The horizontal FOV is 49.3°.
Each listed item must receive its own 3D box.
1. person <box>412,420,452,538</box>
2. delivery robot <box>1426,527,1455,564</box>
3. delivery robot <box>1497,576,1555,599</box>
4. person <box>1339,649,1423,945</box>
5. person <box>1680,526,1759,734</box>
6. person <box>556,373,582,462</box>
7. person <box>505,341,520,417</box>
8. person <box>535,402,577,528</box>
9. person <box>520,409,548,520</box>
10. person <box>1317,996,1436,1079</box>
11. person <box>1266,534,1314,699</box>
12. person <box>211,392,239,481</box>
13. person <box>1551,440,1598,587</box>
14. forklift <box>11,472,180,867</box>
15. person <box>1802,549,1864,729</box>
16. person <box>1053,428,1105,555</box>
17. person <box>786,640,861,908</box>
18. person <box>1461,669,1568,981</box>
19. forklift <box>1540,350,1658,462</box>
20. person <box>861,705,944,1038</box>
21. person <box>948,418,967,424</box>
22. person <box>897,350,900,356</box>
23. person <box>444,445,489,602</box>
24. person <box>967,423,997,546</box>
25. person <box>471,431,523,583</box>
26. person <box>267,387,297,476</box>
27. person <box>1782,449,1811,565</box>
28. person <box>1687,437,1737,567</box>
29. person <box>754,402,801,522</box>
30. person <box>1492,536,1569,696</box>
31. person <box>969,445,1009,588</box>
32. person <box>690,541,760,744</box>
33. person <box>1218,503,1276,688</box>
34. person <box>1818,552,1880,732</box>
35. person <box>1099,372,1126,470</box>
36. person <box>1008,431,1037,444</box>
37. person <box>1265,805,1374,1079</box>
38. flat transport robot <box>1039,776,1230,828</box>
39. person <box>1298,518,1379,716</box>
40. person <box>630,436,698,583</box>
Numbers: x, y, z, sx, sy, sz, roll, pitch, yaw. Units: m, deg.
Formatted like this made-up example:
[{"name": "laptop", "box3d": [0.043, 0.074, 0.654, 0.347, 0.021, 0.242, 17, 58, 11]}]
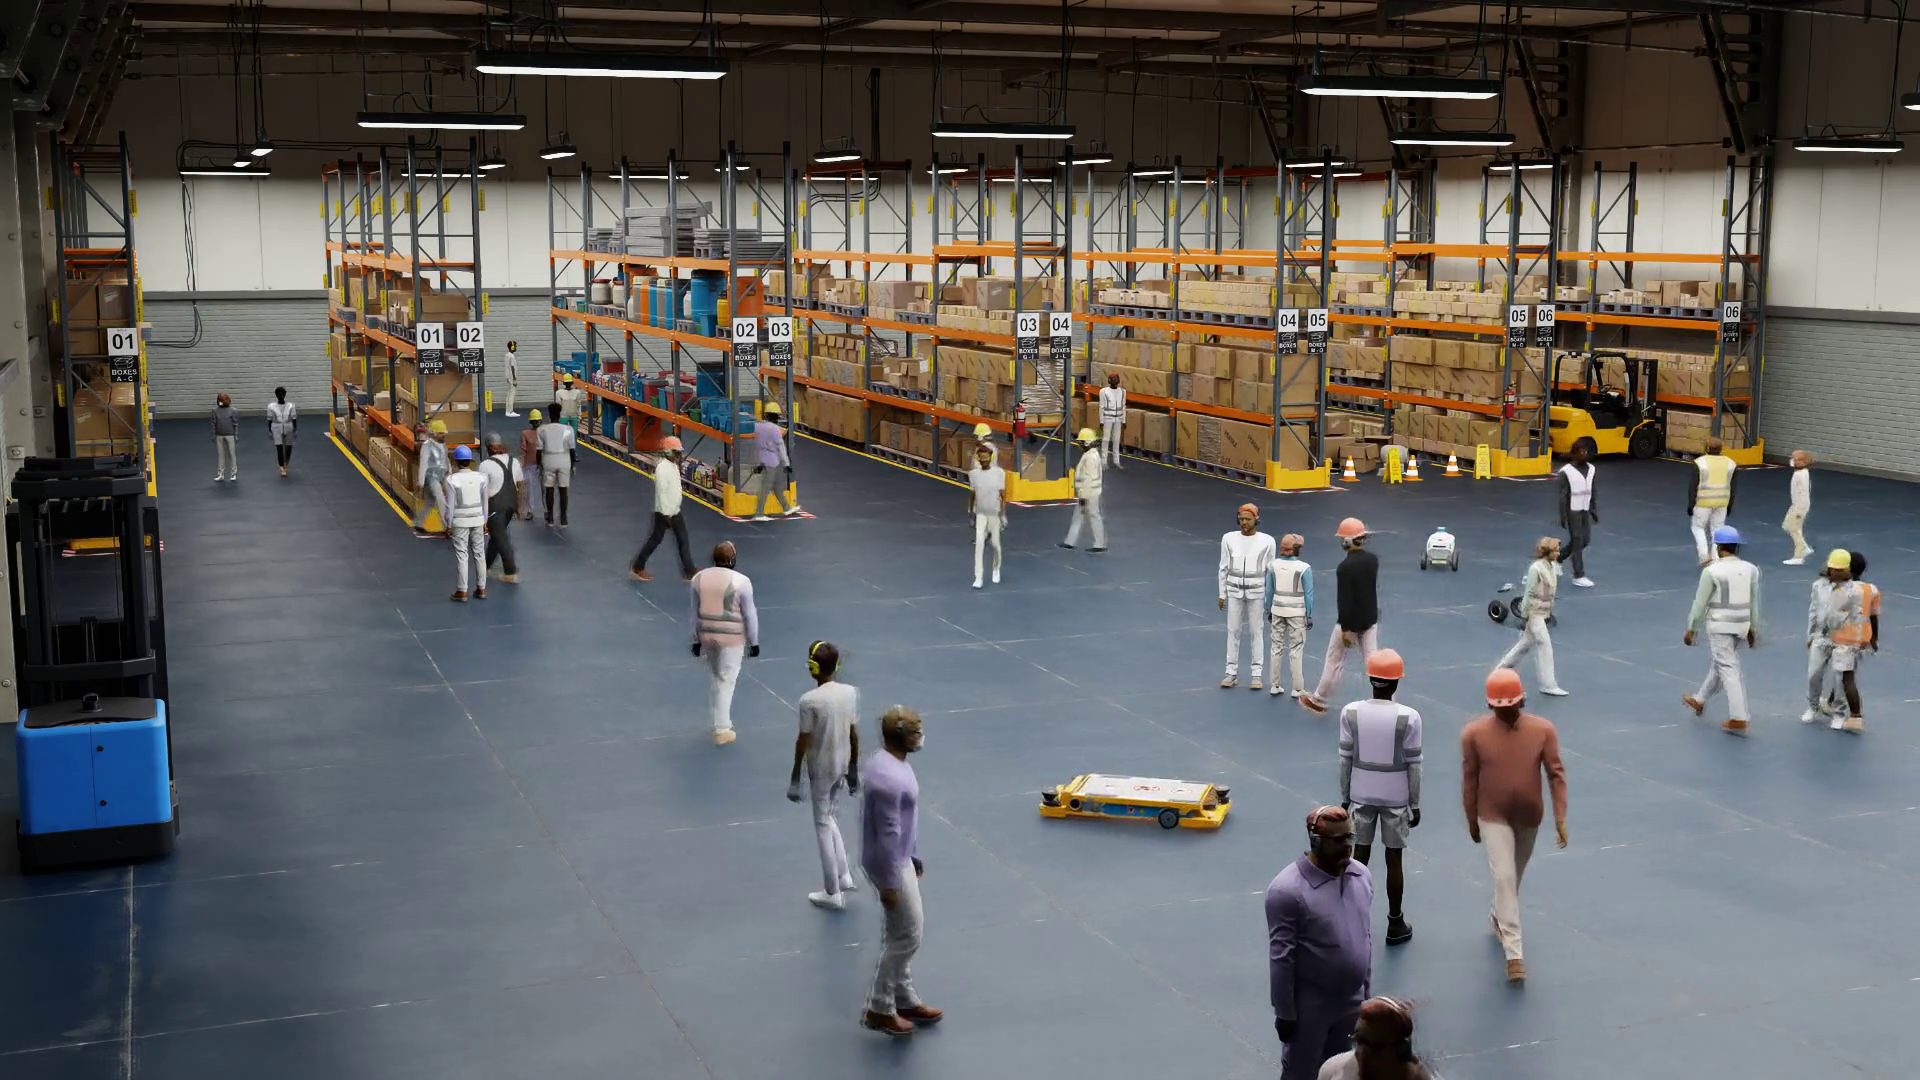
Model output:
[{"name": "person", "box3d": [-7.946, -0.931, 31.592, 0.914, 1.782, 0.586, 2, 9, 13]}, {"name": "delivery robot", "box3d": [6.613, 0.070, 28.800, 0.477, 0.478, 0.707, 2, 9, 16]}, {"name": "delivery robot", "box3d": [6.693, 0.549, 24.748, 0.335, 0.223, 0.698, -6, 10, -36]}, {"name": "person", "box3d": [2.759, 1.669, 13.723, 0.550, 1.937, 0.357, 4, 9, 24]}, {"name": "person", "box3d": [7.079, 0.810, 19.573, 0.636, 1.887, 0.994, -4, 9, -23]}, {"name": "person", "box3d": [-7.775, -2.434, 41.651, 0.533, 1.767, 0.327, -4, 9, -25]}, {"name": "person", "box3d": [-11.044, -3.974, 51.608, 0.313, 1.861, 0.511, -4, 10, -27]}, {"name": "person", "box3d": [-6.295, -1.172, 32.630, 0.642, 1.964, 0.462, -1, 9, -8]}, {"name": "person", "box3d": [-6.754, -1.205, 33.454, 0.533, 1.767, 0.312, -1, 9, -8]}, {"name": "person", "box3d": [1.521, 2.591, 7.699, 0.432, 1.894, 0.669, -8, 12, -44]}, {"name": "person", "box3d": [3.277, 0.753, 20.827, 0.523, 1.636, 0.311, 7, 11, 39]}, {"name": "person", "box3d": [-13.543, -1.910, 38.590, 0.499, 1.633, 0.278, 0, 9, 3]}, {"name": "person", "box3d": [8.061, -0.375, 27.460, 0.603, 1.900, 0.729, -6, 10, -35]}, {"name": "forklift", "box3d": [-6.630, 0.886, 15.957, 1.129, 2.768, 1.873, -3, 9, -21]}, {"name": "person", "box3d": [8.143, 0.918, 19.493, 0.508, 1.716, 0.457, 8, 11, 42]}, {"name": "person", "box3d": [1.698, -0.688, 29.869, 0.821, 1.801, 0.621, 0, 9, 1]}, {"name": "person", "box3d": [-0.952, 1.610, 14.418, 0.418, 1.855, 0.512, 7, 11, 39]}, {"name": "person", "box3d": [3.490, 1.743, 13.310, 0.618, 1.926, 1.078, 0, 9, 0]}, {"name": "forklift", "box3d": [12.897, -2.725, 42.309, 2.313, 2.155, 1.214, -3, 9, -21]}, {"name": "person", "box3d": [-0.354, 1.905, 12.175, 0.442, 1.930, 0.666, 0, 9, 1]}, {"name": "person", "box3d": [-0.008, -3.723, 49.834, 0.648, 1.879, 1.032, -3, 9, -17]}, {"name": "person", "box3d": [-1.499, -3.384, 47.066, 0.620, 2.042, 0.383, 2, 9, 12]}, {"name": "person", "box3d": [-6.184, -0.215, 26.245, 0.603, 1.949, 0.384, -8, 12, -42]}, {"name": "person", "box3d": [0.346, -0.809, 30.638, 0.449, 1.816, 0.615, 3, 9, 21]}, {"name": "person", "box3d": [-6.183, -0.458, 27.699, 1.002, 2.000, 0.697, 5, 10, 32]}, {"name": "person", "box3d": [-12.773, -2.060, 39.453, 0.540, 1.679, 0.625, -4, 9, -26]}, {"name": "person", "box3d": [11.565, -0.455, 28.935, 0.347, 1.611, 0.547, 2, 9, 10]}, {"name": "person", "box3d": [10.214, -0.485, 28.484, 0.691, 1.821, 0.445, -1, 9, -3]}, {"name": "person", "box3d": [-2.915, -1.246, 33.352, 0.958, 1.883, 0.593, -5, 10, -31]}, {"name": "person", "box3d": [5.743, 0.735, 21.066, 0.804, 1.596, 0.537, 6, 10, 34]}, {"name": "person", "box3d": [0.390, -0.326, 27.387, 0.552, 1.879, 0.647, 1, 9, 8]}, {"name": "person", "box3d": [-2.118, 0.914, 19.130, 0.628, 1.821, 0.676, 5, 10, 30]}, {"name": "person", "box3d": [2.905, 0.565, 21.265, 0.575, 1.883, 0.355, 3, 9, 18]}, {"name": "person", "box3d": [8.280, 0.921, 19.633, 0.543, 1.645, 0.845, -3, 9, -17]}, {"name": "person", "box3d": [2.943, -2.288, 40.292, 0.574, 1.883, 0.356, -4, 9, -23]}, {"name": "person", "box3d": [1.313, -3.035, 45.298, 0.544, 1.876, 1.021, -5, 10, -28]}, {"name": "person", "box3d": [1.776, 2.219, 10.144, 0.642, 1.913, 0.409, -6, 10, -35]}, {"name": "flat transport robot", "box3d": [1.401, 2.071, 16.712, 1.431, 0.197, 0.652, 2, 9, 15]}, {"name": "person", "box3d": [3.706, 0.751, 19.851, 0.621, 1.947, 0.988, -7, 11, -37]}, {"name": "person", "box3d": [-3.877, -0.405, 27.555, 1.044, 1.951, 0.631, 3, 9, 17]}]
